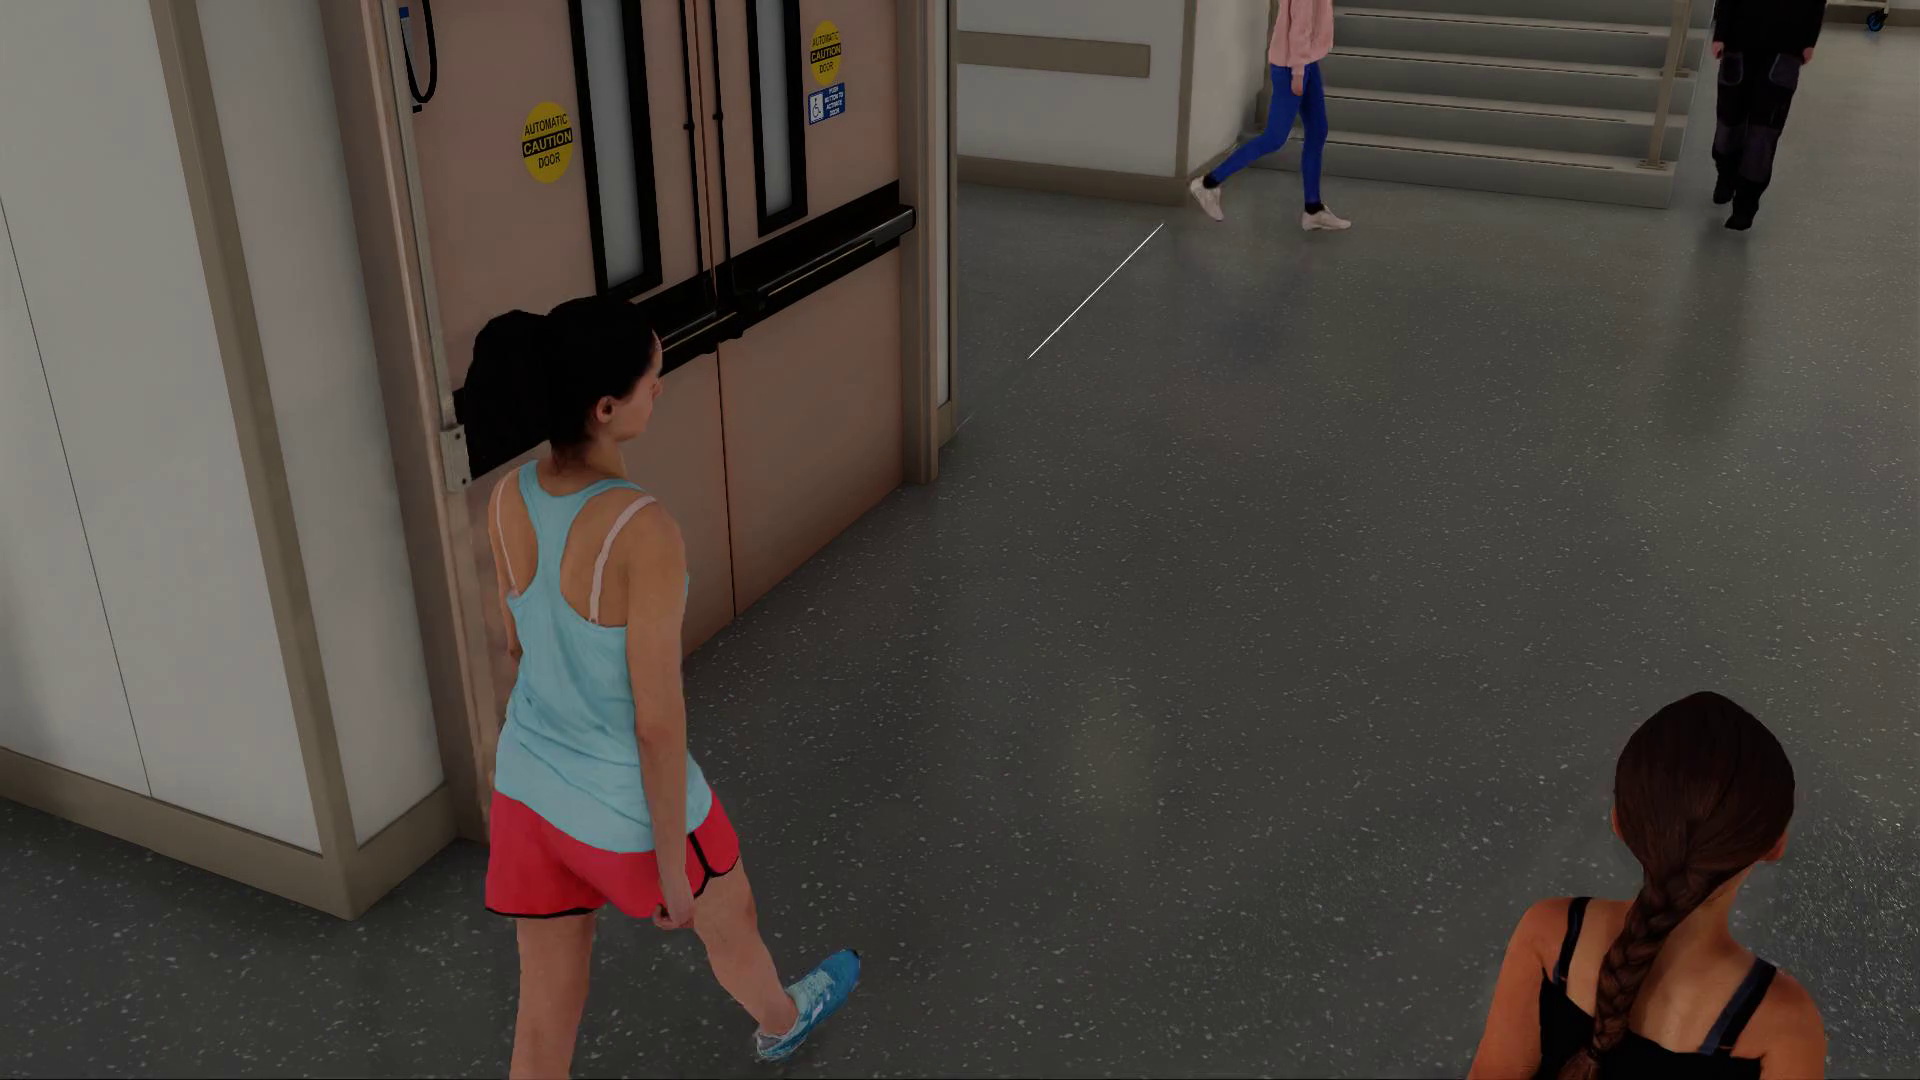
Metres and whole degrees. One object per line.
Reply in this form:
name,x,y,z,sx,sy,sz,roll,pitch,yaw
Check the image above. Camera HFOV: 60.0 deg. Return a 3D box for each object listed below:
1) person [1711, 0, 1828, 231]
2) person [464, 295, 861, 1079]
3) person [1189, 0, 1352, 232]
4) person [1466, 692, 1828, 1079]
person,4.406,-2.694,9.132,0.782,1.875,1.232,15,30,28
person,-0.633,0.502,2.678,0.704,1.725,1.162,15,29,28
person,1.693,-2.502,8.891,0.815,1.739,1.097,8,27,17
person,0.728,0.936,1.999,0.668,1.532,0.858,19,32,34
